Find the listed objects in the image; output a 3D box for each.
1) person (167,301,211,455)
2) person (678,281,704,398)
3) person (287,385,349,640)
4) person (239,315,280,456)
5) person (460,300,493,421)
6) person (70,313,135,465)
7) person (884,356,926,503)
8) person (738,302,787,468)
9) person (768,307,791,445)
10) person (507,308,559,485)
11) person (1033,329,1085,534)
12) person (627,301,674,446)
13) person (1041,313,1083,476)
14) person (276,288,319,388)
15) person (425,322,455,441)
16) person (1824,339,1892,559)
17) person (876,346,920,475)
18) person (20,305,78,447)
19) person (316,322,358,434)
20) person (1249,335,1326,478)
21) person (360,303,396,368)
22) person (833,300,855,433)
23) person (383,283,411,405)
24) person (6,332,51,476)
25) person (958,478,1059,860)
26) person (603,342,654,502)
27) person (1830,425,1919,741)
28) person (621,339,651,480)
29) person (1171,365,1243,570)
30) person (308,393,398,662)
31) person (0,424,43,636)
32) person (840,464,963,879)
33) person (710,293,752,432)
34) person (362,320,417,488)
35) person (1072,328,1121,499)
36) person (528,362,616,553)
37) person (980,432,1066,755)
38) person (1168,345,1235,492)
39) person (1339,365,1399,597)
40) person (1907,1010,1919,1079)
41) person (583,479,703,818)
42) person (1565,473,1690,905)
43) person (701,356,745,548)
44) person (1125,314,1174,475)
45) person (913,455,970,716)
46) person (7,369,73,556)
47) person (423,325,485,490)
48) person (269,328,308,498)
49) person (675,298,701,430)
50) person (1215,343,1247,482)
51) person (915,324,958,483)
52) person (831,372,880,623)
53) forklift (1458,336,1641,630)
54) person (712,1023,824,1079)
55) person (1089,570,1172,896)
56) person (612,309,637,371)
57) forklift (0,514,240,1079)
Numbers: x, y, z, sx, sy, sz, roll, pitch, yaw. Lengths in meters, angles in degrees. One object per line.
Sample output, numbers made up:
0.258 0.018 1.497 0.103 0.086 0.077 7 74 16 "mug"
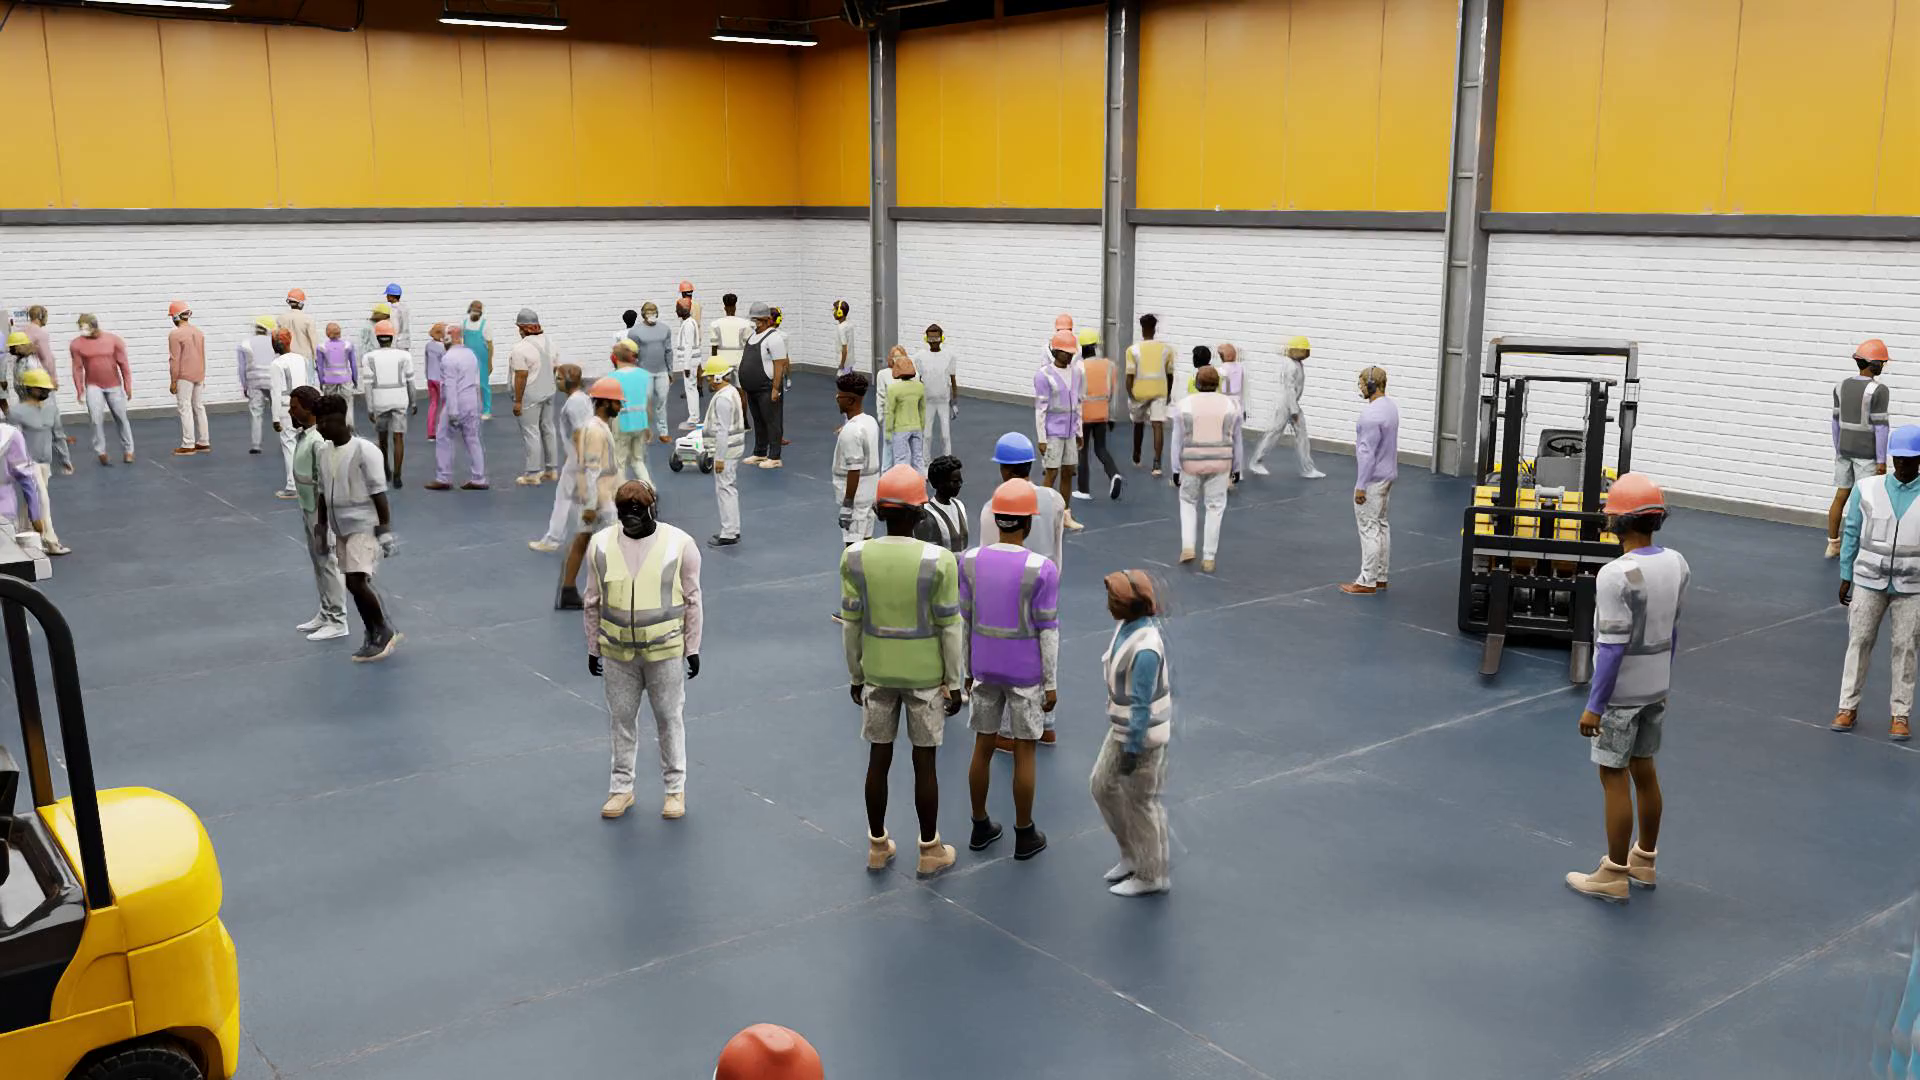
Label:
-10.003 -2.099 21.526 0.410 1.982 0.626 2 12 12 "person"
-4.459 -3.297 27.423 0.376 1.933 0.542 5 13 21 "person"
-4.841 -0.213 12.561 0.392 1.919 0.590 -7 14 -31 "person"
-8.985 -2.005 21.555 0.637 1.781 0.694 -5 13 -23 "person"
-7.096 -2.636 24.529 0.523 1.801 0.633 2 12 7 "person"
-10.607 -1.869 20.610 0.646 1.900 0.488 -5 13 -22 "person"
-0.576 -1.150 17.810 0.500 1.623 0.306 -9 15 -38 "person"
-2.458 -1.905 20.437 0.537 2.000 0.689 -8 14 -35 "person"
-2.493 -2.177 22.212 0.524 1.857 0.341 4 12 18 "person"
-4.989 -1.671 19.306 0.535 2.000 0.684 6 13 26 "person"
1.005 -1.061 16.391 0.613 2.033 0.411 -11 16 -41 "person"
-4.125 -2.223 22.254 0.635 1.929 0.381 -9 15 -36 "person"
1.224 -1.731 19.840 0.545 1.941 0.350 2 12 9 "person"
-9.540 -2.632 24.059 0.622 1.994 0.381 1 12 7 "person"
-7.095 -2.153 22.647 0.551 1.620 0.336 9 15 37 "person"
8.175 -0.800 15.091 0.370 2.044 0.608 -3 12 -15 "person"
-0.704 -1.407 19.015 0.499 1.634 0.285 -1 12 -4 "person"
-12.085 -2.141 21.928 0.728 1.885 0.828 11 16 42 "person"
-8.498 -2.167 22.730 0.527 1.617 0.679 -6 13 -25 "person"
3.887 -1.588 19.751 0.909 1.693 0.493 6 13 27 "person"
-8.839 -2.750 25.344 0.839 1.688 0.506 11 16 41 "person"
-1.635 -2.429 23.380 0.317 1.870 0.523 2 12 8 "person"
-8.897 -3.085 26.352 0.383 1.951 0.605 0 12 0 "person"
-11.054 -1.599 19.709 0.483 1.737 0.321 11 16 42 "person"
0.256 0.648 8.383 0.544 1.930 0.389 6 13 27 "person"
-3.419 -1.124 17.181 0.560 1.823 0.623 10 16 41 "person"
5.735 0.255 10.232 0.601 1.948 0.386 8 14 33 "person"
-3.613 -1.325 18.302 0.330 1.769 0.526 2 12 10 "person"
2.204 -0.647 14.876 0.641 1.824 0.487 1 12 6 "person"
-4.330 -0.074 11.838 0.644 1.936 0.431 7 13 29 "person"
-7.167 -0.184 12.248 0.705 1.982 0.973 -5 13 -25 "person"
-0.275 0.643 8.116 0.608 2.048 0.365 3 12 16 "person"
-3.209 -2.493 23.455 0.607 1.967 0.367 0 12 -2 "person"
-6.573 -1.584 19.215 0.556 1.902 0.891 -3 12 -15 "person"
1.470 -1.350 18.110 0.596 1.904 0.677 -5 13 -24 "person"
-3.528 -0.756 15.483 0.973 1.802 0.506 1 12 6 "person"
0.355 0.325 9.926 0.609 1.942 0.408 -9 14 -36 "person"
2.771 -1.364 18.743 0.529 1.657 0.870 -8 14 -35 "person"
3.452 -0.494 13.905 0.383 1.929 0.635 7 13 29 "person"
2.709 1.516 4.165 0.786 1.923 0.622 3 12 16 "person"
-1.697 0.585 8.895 0.636 1.842 0.429 1 12 3 "person"
3.136 0.698 7.866 0.614 2.039 0.387 -9 15 -36 "person"
-2.251 -0.843 15.848 0.403 1.818 0.604 0 12 -1 "person"
2.282 -1.760 20.066 0.612 1.906 1.068 0 12 -1 "person"
-0.117 0.286 10.715 0.321 1.690 0.529 7 14 30 "person"
-8.510 -0.712 15.426 0.795 1.727 0.532 3 12 15 "person"
-5.775 -1.491 18.833 0.804 1.875 0.663 3 12 13 "person"
-7.396 -1.399 18.394 0.345 1.879 0.580 3 12 16 "person"
-3.885 -2.523 23.819 0.350 1.879 0.577 -1 12 -6 "person"
3.069 -1.501 19.519 0.741 1.605 0.506 11 16 43 "person"
-0.275 -1.581 19.319 0.510 1.861 0.324 0 12 -1 "person"
-0.819 -0.335 13.030 0.361 1.965 0.613 2 12 11 "person"
4.683 -0.471 13.136 1.214 2.155 2.313 4 12 20 "forklift"
-0.362 1.780 3.334 0.329 1.751 0.568 11 16 43 "person"
0.806 0.917 7.801 0.405 1.617 0.534 -1 12 -5 "person"
-4.742 -2.476 24.025 0.541 1.695 0.316 -2 12 -9 "person"
-3.687 1.115 5.480 2.313 2.155 1.214 -9 15 -36 "forklift"
